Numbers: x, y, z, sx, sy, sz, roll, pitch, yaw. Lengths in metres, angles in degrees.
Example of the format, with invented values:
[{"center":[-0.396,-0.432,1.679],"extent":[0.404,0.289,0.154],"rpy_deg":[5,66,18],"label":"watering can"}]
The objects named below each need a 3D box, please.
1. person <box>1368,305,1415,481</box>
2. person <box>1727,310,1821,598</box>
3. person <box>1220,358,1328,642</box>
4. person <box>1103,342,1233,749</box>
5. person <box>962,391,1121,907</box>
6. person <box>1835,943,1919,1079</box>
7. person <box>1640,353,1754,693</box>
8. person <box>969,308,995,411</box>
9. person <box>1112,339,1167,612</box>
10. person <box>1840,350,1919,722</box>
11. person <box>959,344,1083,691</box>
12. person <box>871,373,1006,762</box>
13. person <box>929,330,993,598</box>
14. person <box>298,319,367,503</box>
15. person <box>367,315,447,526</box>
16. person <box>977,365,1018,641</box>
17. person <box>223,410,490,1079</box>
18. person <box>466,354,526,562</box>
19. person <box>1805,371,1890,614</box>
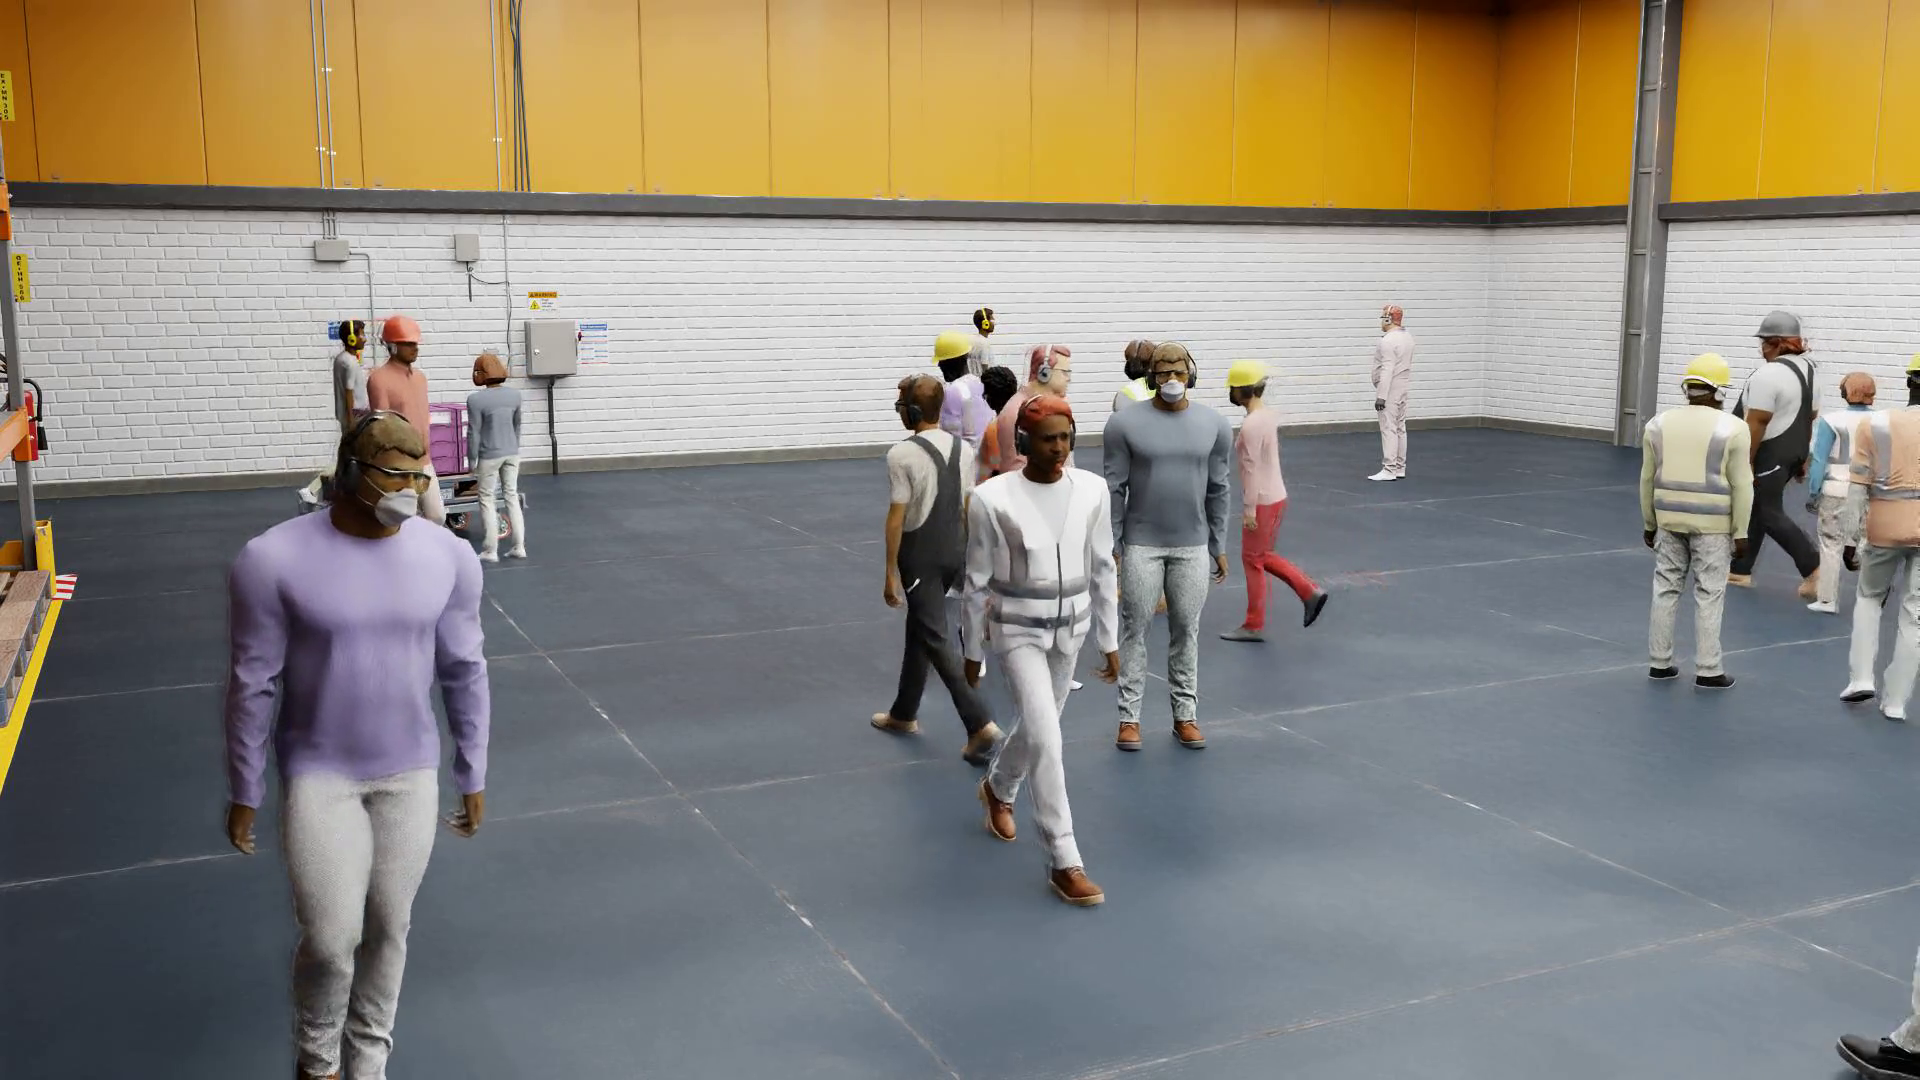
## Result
[{"center":[4.671,-1.595,18.095],"extent":[0.403,1.906,0.651],"rpy_deg":[7,11,36],"label":"person"},{"center":[5.759,-0.625,11.664],"extent":[0.681,2.000,0.925],"rpy_deg":[-7,12,-38],"label":"person"},{"center":[1.876,-0.228,10.105],"extent":[0.598,1.745,0.543],"rpy_deg":[3,10,20],"label":"person"},{"center":[0.981,0.033,7.901],"extent":[0.628,1.940,0.373],"rpy_deg":[-1,9,-4],"label":"person"},{"center":[0.266,0.347,6.265],"extent":[0.581,1.843,0.989],"rpy_deg":[-5,10,-26],"label":"person"},{"center":[2.812,0.655,4.522],"extent":[0.791,1.779,0.621],"rpy_deg":[5,10,26],"label":"person"},{"center":[4.000,-0.095,9.029],"extent":[0.404,1.827,0.600],"rpy_deg":[-8,12,-39],"label":"person"},{"center":[0.268,-1.602,18.242],"extent":[0.329,1.877,0.509],"rpy_deg":[-3,10,-17],"label":"person"},{"center":[1.215,-0.424,11.135],"extent":[0.592,1.850,0.633],"rpy_deg":[8,12,41],"label":"person"},{"center":[4.806,-0.030,8.437],"extent":[0.596,1.893,0.516],"rpy_deg":[4,10,21],"label":"person"},{"center":[0.362,-0.120,9.018],"extent":[0.590,1.883,0.666],"rpy_deg":[5,10,28],"label":"person"},{"center":[-0.102,0.114,7.821],"extent":[0.509,1.806,0.953],"rpy_deg":[-9,13,-44],"label":"person"},{"center":[0.140,-0.474,11.248],"extent":[0.774,1.896,0.638],"rpy_deg":[5,10,26],"label":"person"},{"center":[-5.631,-1.097,15.217],"extent":[0.795,1.844,0.527],"rpy_deg":[-6,11,-32],"label":"person"},{"center":[-3.800,-0.540,11.322],"extent":[0.496,1.977,0.622],"rpy_deg":[3,10,20],"label":"person"},{"center":[0.269,-0.222,10.236],"extent":[0.321,1.694,0.529],"rpy_deg":[3,10,19],"label":"person"},{"center":[-1.531,0.623,4.301],"extent":[0.661,1.917,0.449],"rpy_deg":[-6,11,-35],"label":"person"},{"center":[-3.629,-0.636,12.995],"extent":[0.340,1.627,0.516],"rpy_deg":[7,12,38],"label":"person"},{"center":[5.854,-0.286,10.871],"extent":[0.532,1.626,0.498],"rpy_deg":[-1,9,-4],"label":"person"}]
